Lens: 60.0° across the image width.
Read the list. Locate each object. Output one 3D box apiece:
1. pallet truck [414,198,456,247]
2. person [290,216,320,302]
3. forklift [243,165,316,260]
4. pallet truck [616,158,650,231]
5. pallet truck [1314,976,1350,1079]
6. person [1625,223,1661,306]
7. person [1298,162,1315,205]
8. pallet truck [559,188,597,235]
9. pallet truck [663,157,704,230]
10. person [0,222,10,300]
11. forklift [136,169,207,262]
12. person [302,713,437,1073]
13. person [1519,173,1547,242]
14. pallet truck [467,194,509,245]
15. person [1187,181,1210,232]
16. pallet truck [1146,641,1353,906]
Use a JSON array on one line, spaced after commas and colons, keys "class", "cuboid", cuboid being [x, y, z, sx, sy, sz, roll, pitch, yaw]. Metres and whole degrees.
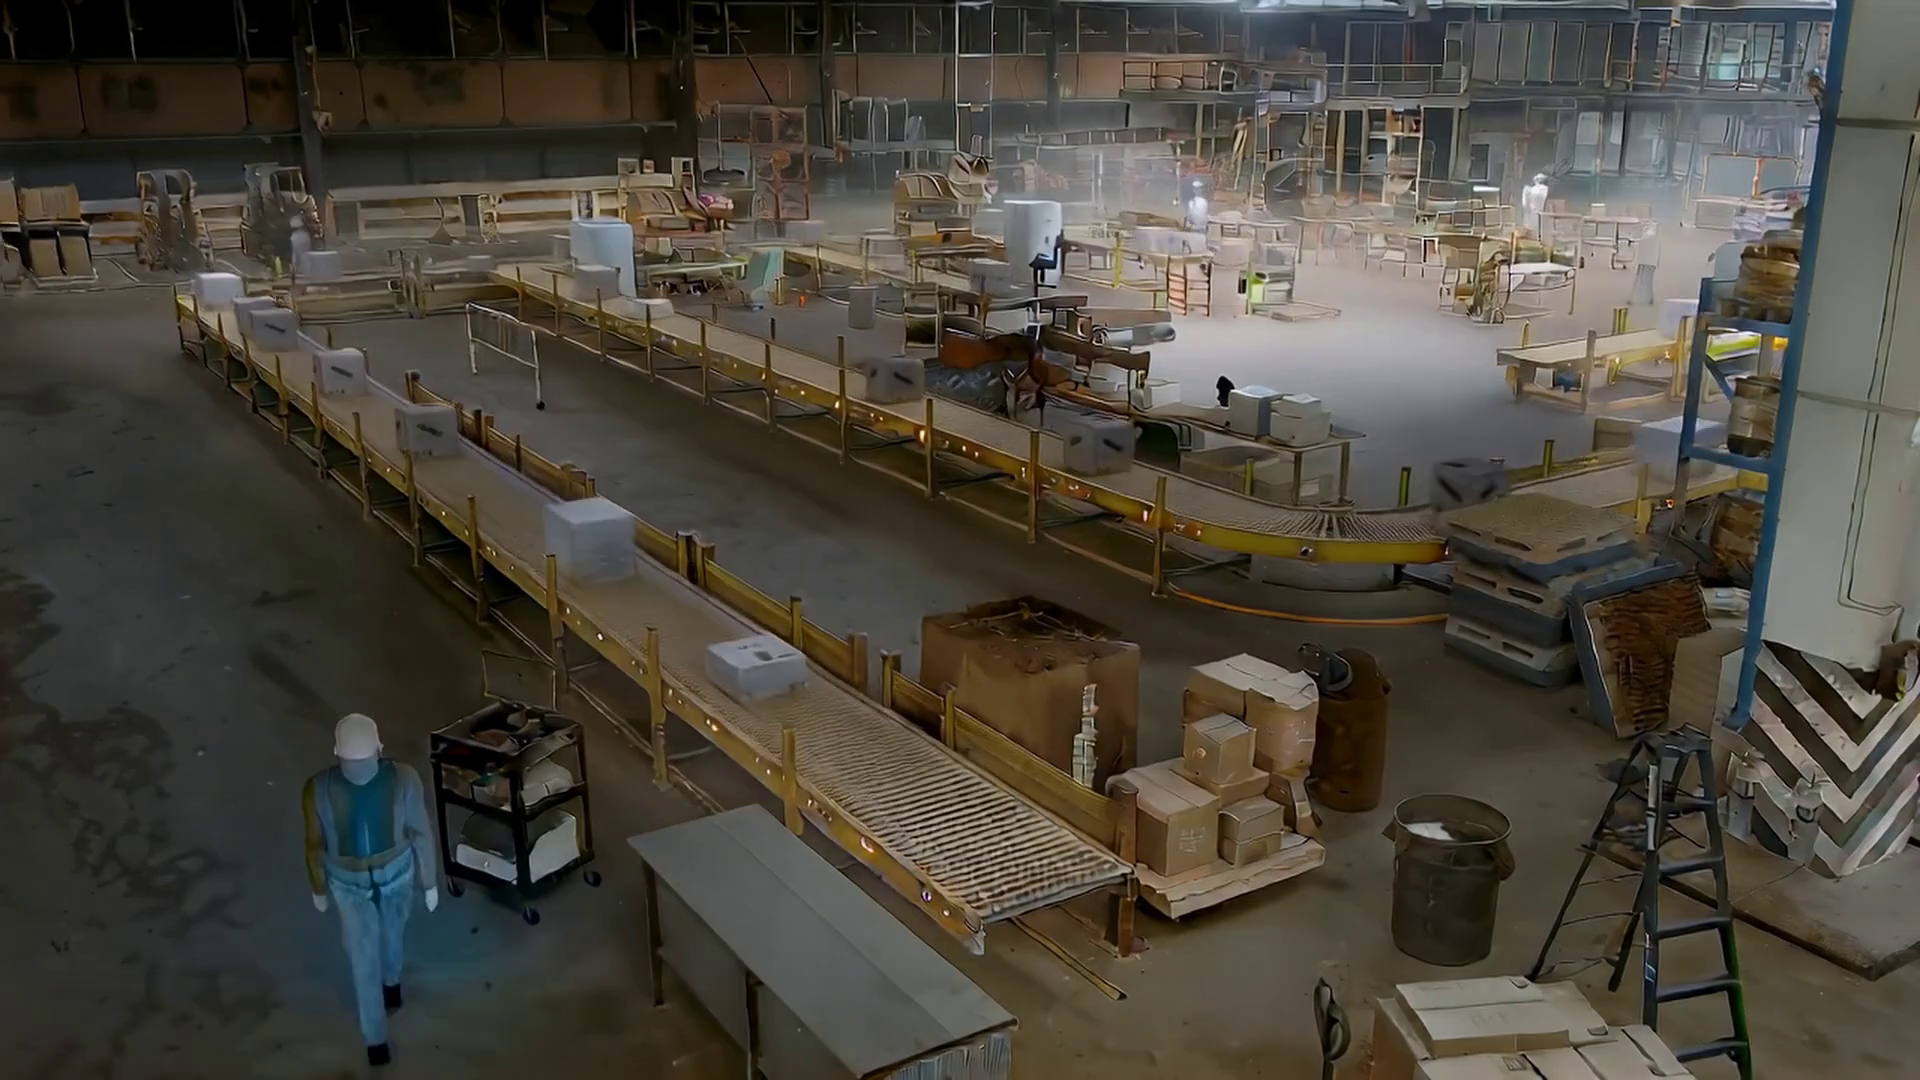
[{"class": "pallet truck", "cuboid": [-13.250, -8.060, 41.856, 0.680, 1.201, 1.601, -10, 20, -31]}, {"class": "person", "cuboid": [-12.600, -5.291, 31.754, 0.550, 1.733, 0.731, 9, 19, 28]}, {"class": "forklift", "cuboid": [-15.898, -7.669, 38.708, 1.157, 1.987, 2.680, -11, 20, -33]}, {"class": "pallet truck", "cuboid": [-8.918, -9.176, 44.255, 0.823, 1.965, 1.885, -9, 19, -27]}, {"class": "pallet truck", "cuboid": [2.299, 2.390, 7.086, 1.601, 1.201, 0.680, -2, 17, -7]}, {"class": "person", "cuboid": [13.255, -5.315, 32.103, 0.847, 1.588, 0.515, -14, 22, -39]}, {"class": "person", "cuboid": [10.799, -11.319, 51.853, 0.491, 1.728, 0.401, -11, 20, -32]}, {"class": "pallet truck", "cuboid": [-10.010, -8.652, 43.699, 0.653, 1.274, 1.630, -10, 20, -31]}, {"class": "pallet truck", "cuboid": [-7.586, -9.308, 44.692, 0.823, 1.965, 1.885, -11, 20, -33]}, {"class": "person", "cuboid": [-18.929, -5.622, 32.492, 0.733, 1.956, 0.456, 2, 17, 7]}, {"class": "forklift", "cuboid": [-17.842, -7.318, 37.559, 1.157, 1.987, 2.680, -10, 20, -31]}, {"class": "person", "cuboid": [-2.956, 1.710, 8.390, 0.614, 1.782, 0.953, -7, 18, -22]}, {"class": "person", "cuboid": [14.309, -8.265, 41.546, 0.626, 1.816, 0.419, 11, 20, 32]}, {"class": "pallet truck", "cuboid": [-11.983, -8.177, 42.137, 0.704, 1.261, 1.522, -11, 20, -33]}, {"class": "person", "cuboid": [5.344, -7.127, 37.560, 0.579, 1.923, 0.404, -9, 19, -27]}, {"class": "pallet truck", "cuboid": [1.664, 1.407, 10.232, 1.630, 1.274, 0.653, -10, 20, -31]}]
